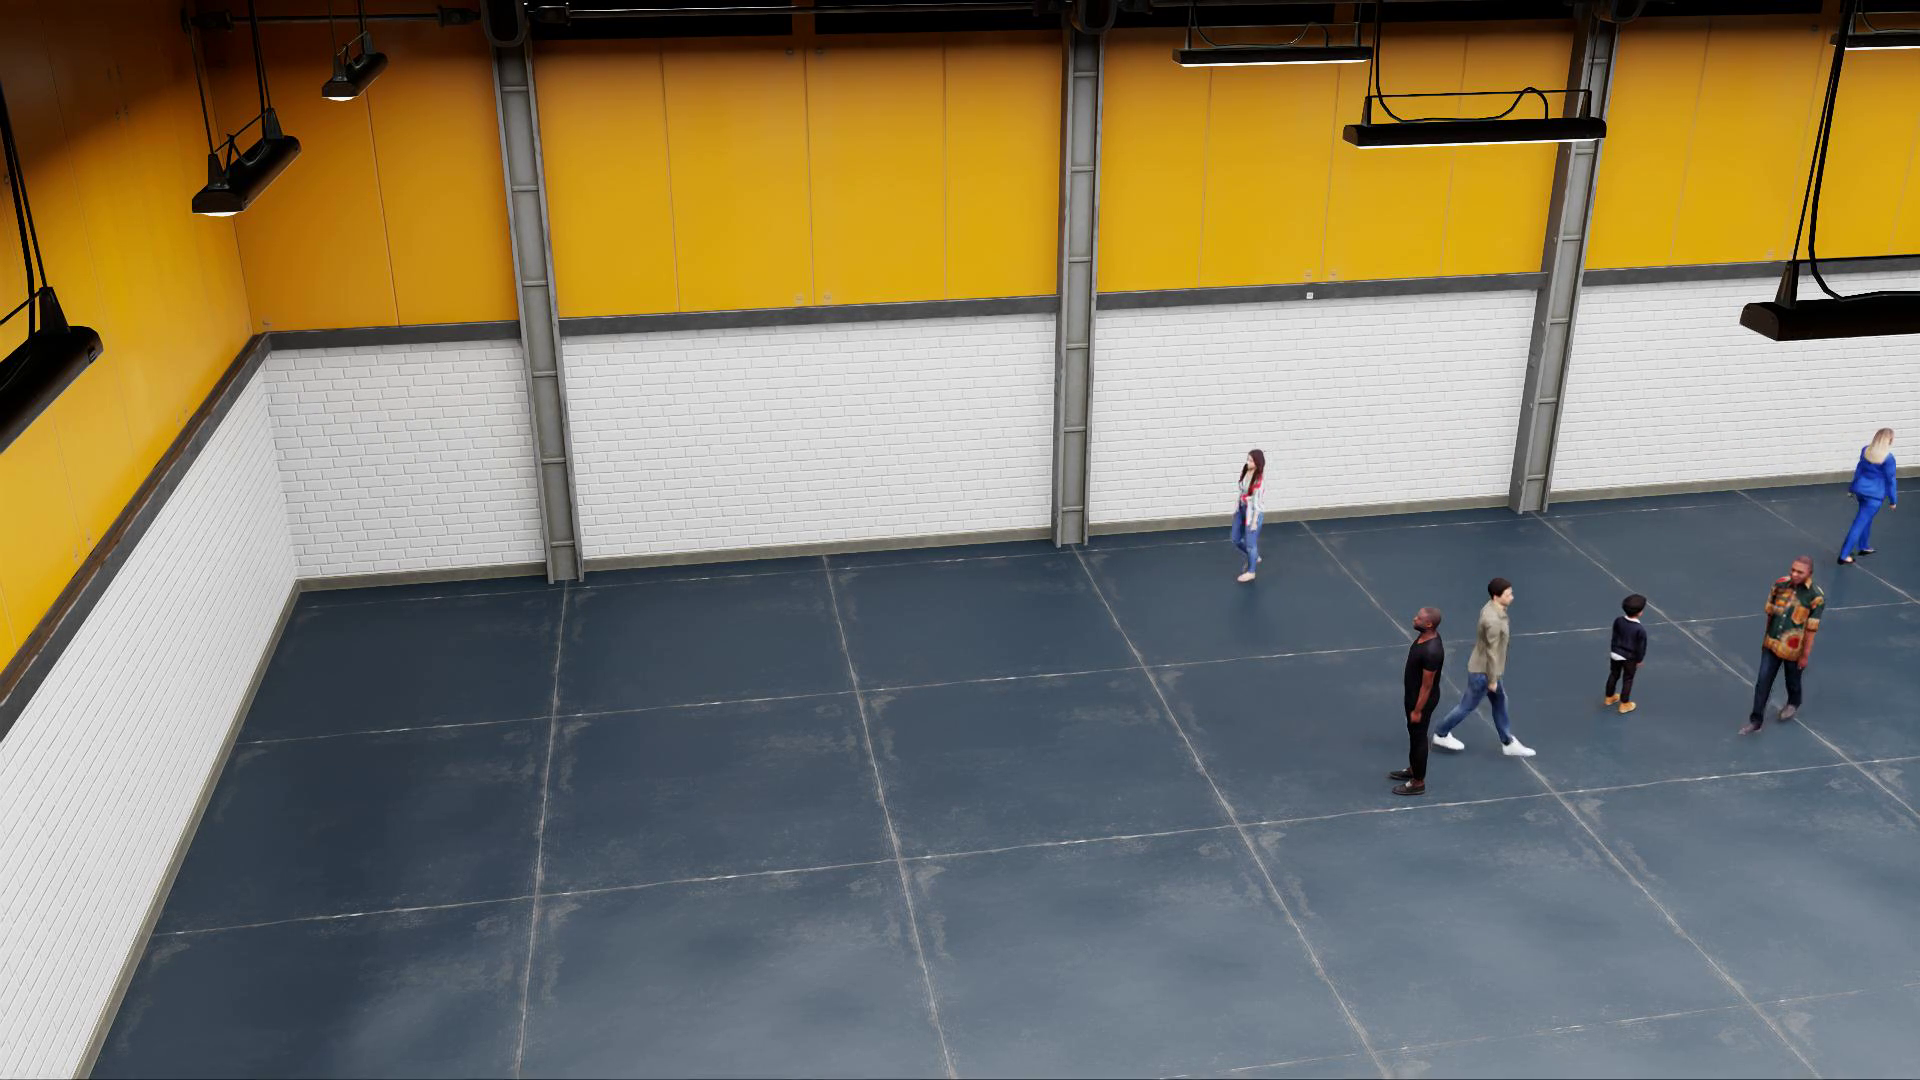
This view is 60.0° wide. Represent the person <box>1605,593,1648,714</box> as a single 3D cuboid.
[{"bbox_3d":[6.519,1.091,16.279,0.581,1.225,0.566,-14,27,-29],"label":"person"}]

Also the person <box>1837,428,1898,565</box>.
[{"bbox_3d":[10.486,-0.485,19.320,0.904,1.677,0.698,-7,24,-15],"label":"person"}]

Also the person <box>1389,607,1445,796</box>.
[{"bbox_3d":[4.101,1.414,14.799,0.683,1.819,0.734,4,24,8],"label":"person"}]

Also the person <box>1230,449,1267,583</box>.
[{"bbox_3d":[3.377,-0.269,18.993,0.714,1.543,0.687,-11,26,-23],"label":"person"}]

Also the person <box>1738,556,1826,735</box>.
[{"bbox_3d":[7.933,0.987,15.842,1.277,1.766,1.047,-17,29,-34],"label":"person"}]

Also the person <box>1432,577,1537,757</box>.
[{"bbox_3d":[4.747,1.194,15.314,1.281,1.809,1.095,8,25,18],"label":"person"}]
